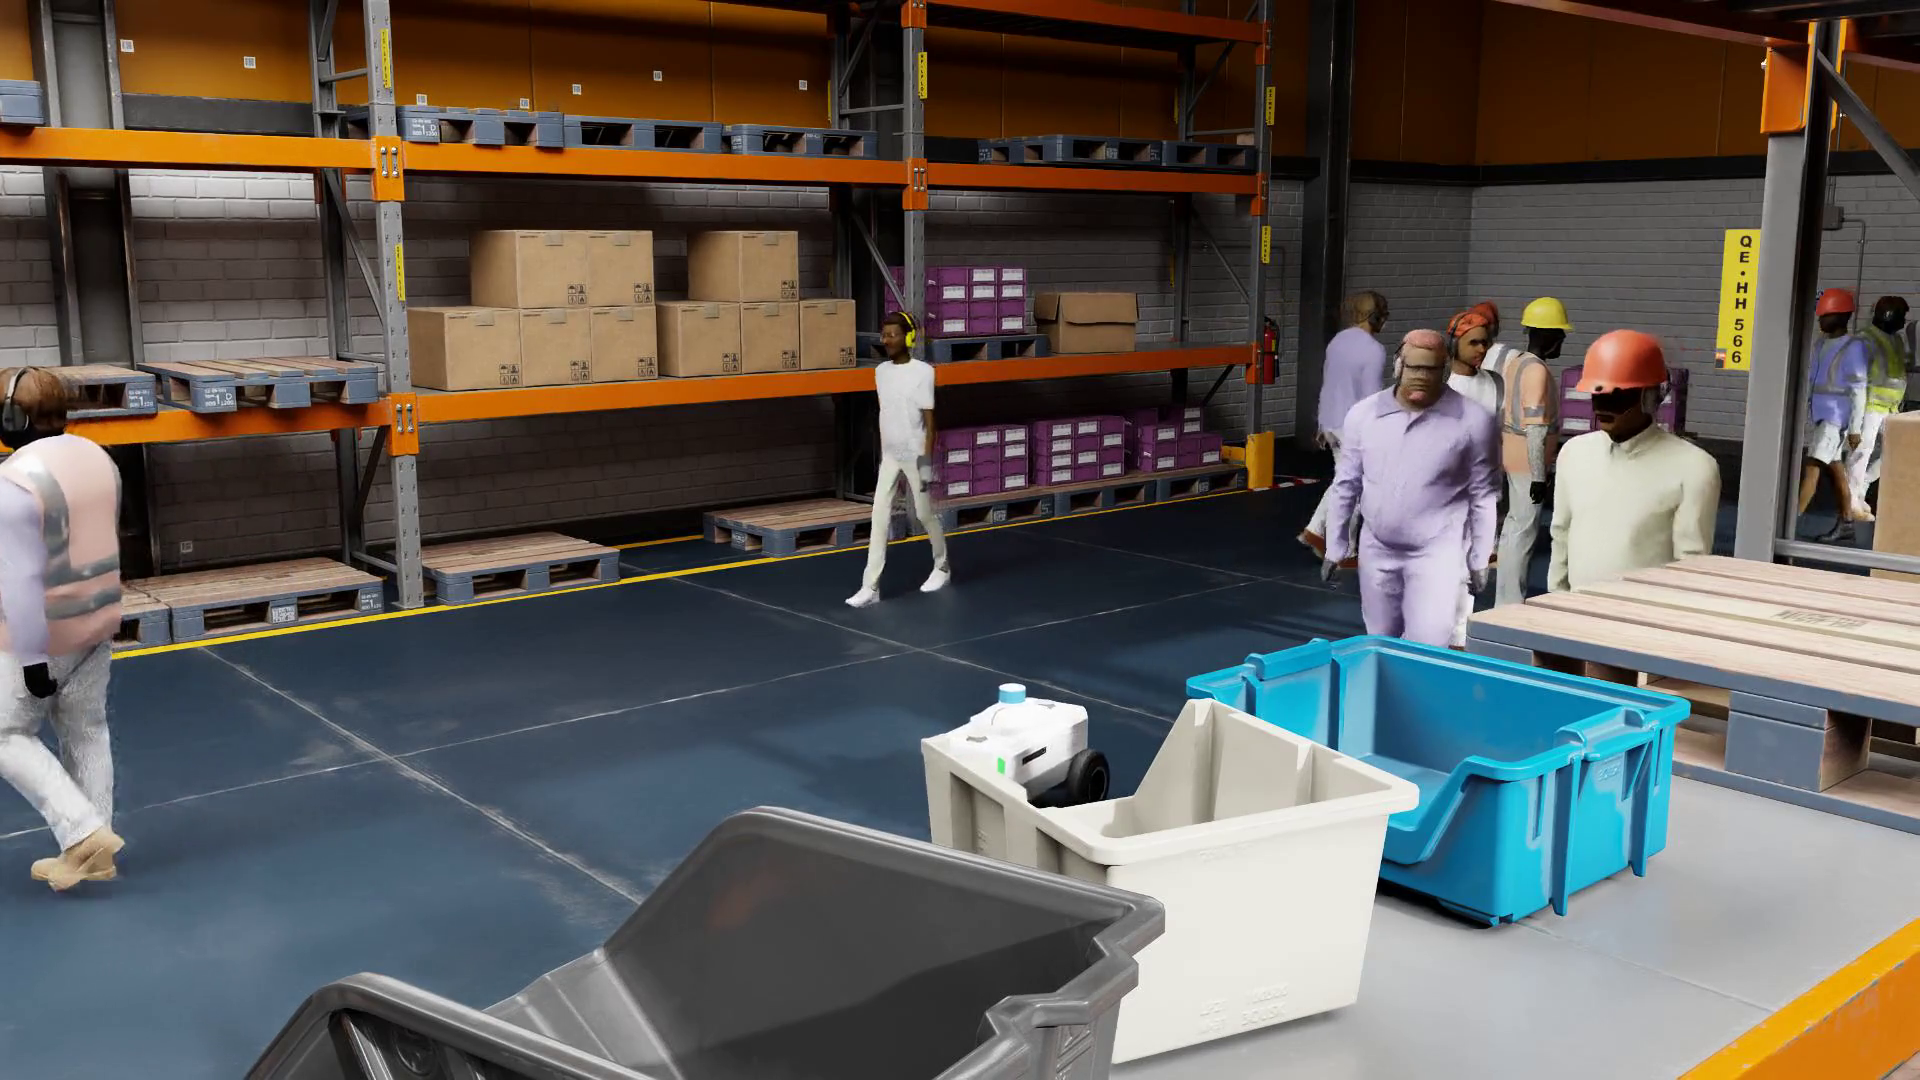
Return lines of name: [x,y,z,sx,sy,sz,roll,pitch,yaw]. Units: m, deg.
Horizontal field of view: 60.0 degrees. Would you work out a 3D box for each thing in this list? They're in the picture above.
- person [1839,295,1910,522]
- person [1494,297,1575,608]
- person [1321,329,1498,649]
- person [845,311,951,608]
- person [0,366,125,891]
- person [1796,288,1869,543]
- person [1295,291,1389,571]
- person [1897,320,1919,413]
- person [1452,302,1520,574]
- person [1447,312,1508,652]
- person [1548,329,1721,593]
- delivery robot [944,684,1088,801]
person: [7.389,-1.059,13.437,0.674,1.819,0.448,-7,12,-35]
person: [3.332,-0.441,9.675,0.371,1.925,0.595,2,10,9]
person: [1.876,0.058,7.006,0.671,1.880,0.544,6,12,31]
person: [-0.345,-0.522,10.448,0.540,1.826,0.962,7,12,35]
person: [-3.120,0.317,5.718,0.443,1.828,0.629,1,10,8]
person: [6.300,-0.894,12.293,0.910,1.901,0.557,1,10,3]
person: [2.672,-0.737,11.373,0.476,1.917,0.688,-3,11,-19]
person: [8.143,-1.208,13.946,0.553,1.935,0.361,8,13,39]
person: [3.516,-0.662,11.129,0.723,1.844,0.674,-5,11,-28]
person: [2.598,-0.243,8.684,0.587,1.883,0.341,-4,11,-20]
person: [2.238,0.282,5.519,0.686,1.967,0.618,-7,12,-33]
delivery robot: [0.198,0.793,6.345,0.477,0.478,0.707,6,12,31]
